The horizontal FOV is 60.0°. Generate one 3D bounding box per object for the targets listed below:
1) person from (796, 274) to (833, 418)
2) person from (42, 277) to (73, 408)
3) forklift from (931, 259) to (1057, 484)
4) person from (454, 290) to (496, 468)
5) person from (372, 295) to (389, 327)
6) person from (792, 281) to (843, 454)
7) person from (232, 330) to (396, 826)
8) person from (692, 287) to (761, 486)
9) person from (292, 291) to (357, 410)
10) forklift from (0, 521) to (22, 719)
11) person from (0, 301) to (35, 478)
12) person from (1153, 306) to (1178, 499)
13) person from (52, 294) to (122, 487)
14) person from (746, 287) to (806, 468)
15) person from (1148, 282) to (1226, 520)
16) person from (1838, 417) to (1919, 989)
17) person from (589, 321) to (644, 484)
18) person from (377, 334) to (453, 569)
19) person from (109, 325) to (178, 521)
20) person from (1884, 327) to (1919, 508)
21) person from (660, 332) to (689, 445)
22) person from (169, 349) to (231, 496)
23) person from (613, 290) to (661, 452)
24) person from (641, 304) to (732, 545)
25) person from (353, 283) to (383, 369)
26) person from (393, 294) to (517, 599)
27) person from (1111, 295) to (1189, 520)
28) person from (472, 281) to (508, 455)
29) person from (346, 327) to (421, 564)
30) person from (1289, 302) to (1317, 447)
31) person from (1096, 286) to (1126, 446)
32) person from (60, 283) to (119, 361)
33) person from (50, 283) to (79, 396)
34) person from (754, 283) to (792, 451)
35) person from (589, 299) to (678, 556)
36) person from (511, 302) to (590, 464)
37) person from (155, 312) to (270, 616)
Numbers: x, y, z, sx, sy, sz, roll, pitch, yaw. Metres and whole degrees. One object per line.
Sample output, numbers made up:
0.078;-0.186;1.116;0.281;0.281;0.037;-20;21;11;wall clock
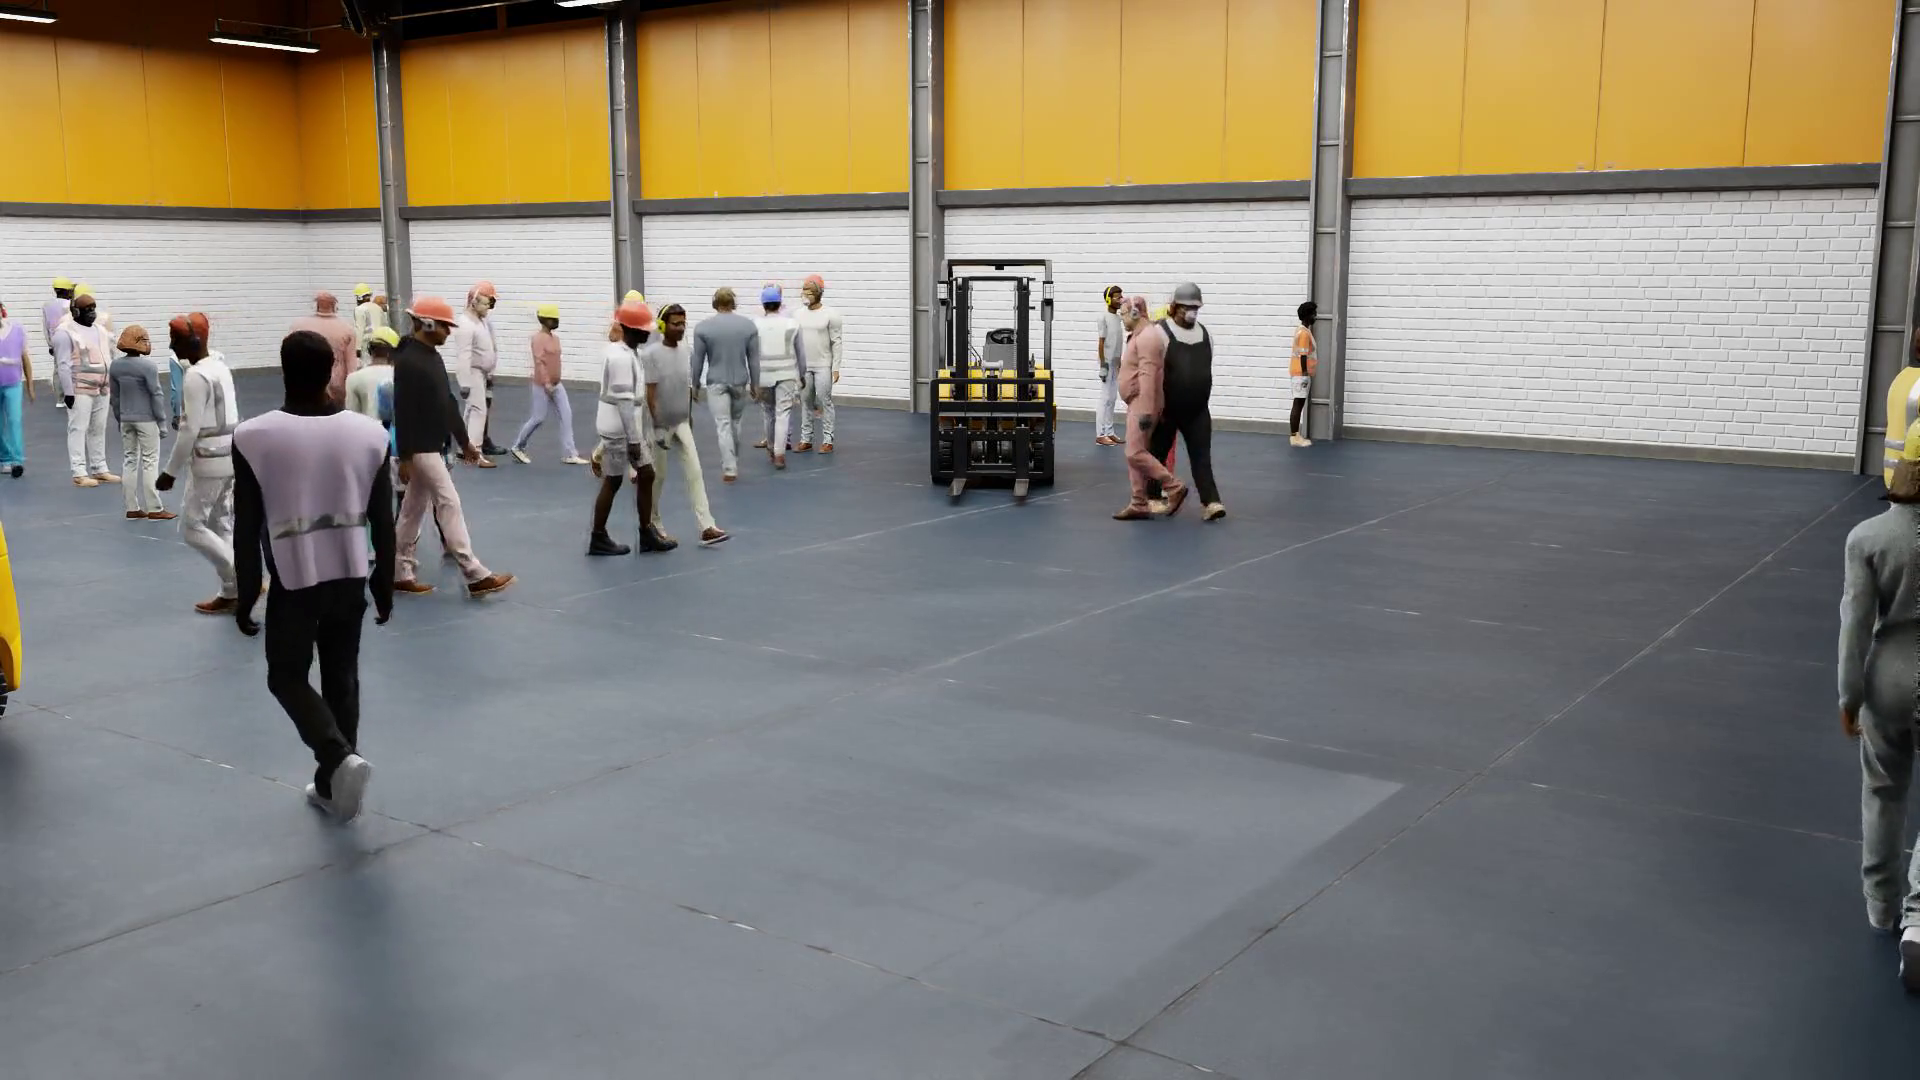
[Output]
-1.999;-2.652;22.845;0.446;1.974;0.641;3;10;16;person
-13.128;-2.886;24.388;0.589;1.927;0.386;2;10;14;person
0.370;-1.738;16.759;1.214;2.155;2.313;1;10;3;forklift
-5.164;-1.709;17.630;0.544;1.859;0.819;-1;10;-6;person
-8.834;-2.914;25.427;0.285;1.634;0.499;-4;10;-24;person
-1.626;-1.933;18.683;0.637;1.936;0.355;4;10;23;person
-2.429;0.157;6.334;0.611;1.904;0.645;-8;13;-41;person
-2.323;-1.511;16.279;0.656;1.896;0.957;-4;10;-22;person
-6.480;-1.609;17.010;0.632;1.862;1.003;-3;10;-19;person
-5.296;-0.090;6.943;1.214;2.155;2.313;7;12;35;forklift
-9.606;-1.517;16.631;0.590;1.787;0.977;-5;11;-29;person
1.834;-1.246;15.131;0.551;1.749;0.387;0;10;0;person
-8.391;-1.440;16.030;0.430;1.844;0.624;2;10;13;person
-1.943;-1.709;17.546;0.602;1.892;1.038;0;10;1;person
1.864;-1.189;13.945;0.694;2.000;0.994;-3;10;-18;person
2.935;0.462;5.082;0.482;1.711;0.790;7;12;36;person
-3.302;-1.340;16.112;0.640;1.614;0.506;7;12;35;person
-3.839;-0.640;11.814;0.543;1.646;0.846;0;10;-1;person
-6.817;-0.969;13.843;0.507;1.633;0.276;3;10;19;person
5.311;-0.282;9.128;0.429;1.846;0.630;2;10;9;person
-3.424;-1.920;19.592;0.658;1.614;0.525;6;11;32;person
-6.637;-1.088;14.545;0.307;1.636;0.525;7;12;37;person
-3.643;-1.885;18.707;0.591;1.833;0.403;-8;12;-39;person
-2.099;-0.845;12.503;0.512;1.828;0.937;-9;13;-43;person
-8.855;-2.914;24.845;0.404;1.827;0.600;2;10;14;person
-3.291;-0.585;10.661;0.967;1.940;0.605;-1;10;-5;person
1.565;-1.087;13.813;0.527;1.879;0.688;0;10;1;person
-5.303;-1.920;18.604;0.373;1.939;0.545;-4;10;-23;person
-4.197;-0.702;12.142;0.533;1.665;1.029;-2;10;-10;person
3.998;-1.926;19.382;0.318;1.691;0.527;1;10;7;person
1.788;-2.046;19.560;0.329;1.872;0.507;6;11;30;person
-10.475;-2.138;20.020;0.588;1.908;0.829;-8;13;-41;person
-14.063;-3.161;26.385;0.662;1.825;0.641;0;10;-1;person
-2.140;-1.978;19.042;0.408;1.909;0.642;-5;11;-29;person
-2.389;-0.798;12.073;0.744;1.883;0.554;0;10;1;person
-4.401;-1.657;17.639;0.835;1.731;0.526;3;10;20;person
-4.471;-0.437;9.982;0.500;1.862;0.593;-2;10;-10;person
